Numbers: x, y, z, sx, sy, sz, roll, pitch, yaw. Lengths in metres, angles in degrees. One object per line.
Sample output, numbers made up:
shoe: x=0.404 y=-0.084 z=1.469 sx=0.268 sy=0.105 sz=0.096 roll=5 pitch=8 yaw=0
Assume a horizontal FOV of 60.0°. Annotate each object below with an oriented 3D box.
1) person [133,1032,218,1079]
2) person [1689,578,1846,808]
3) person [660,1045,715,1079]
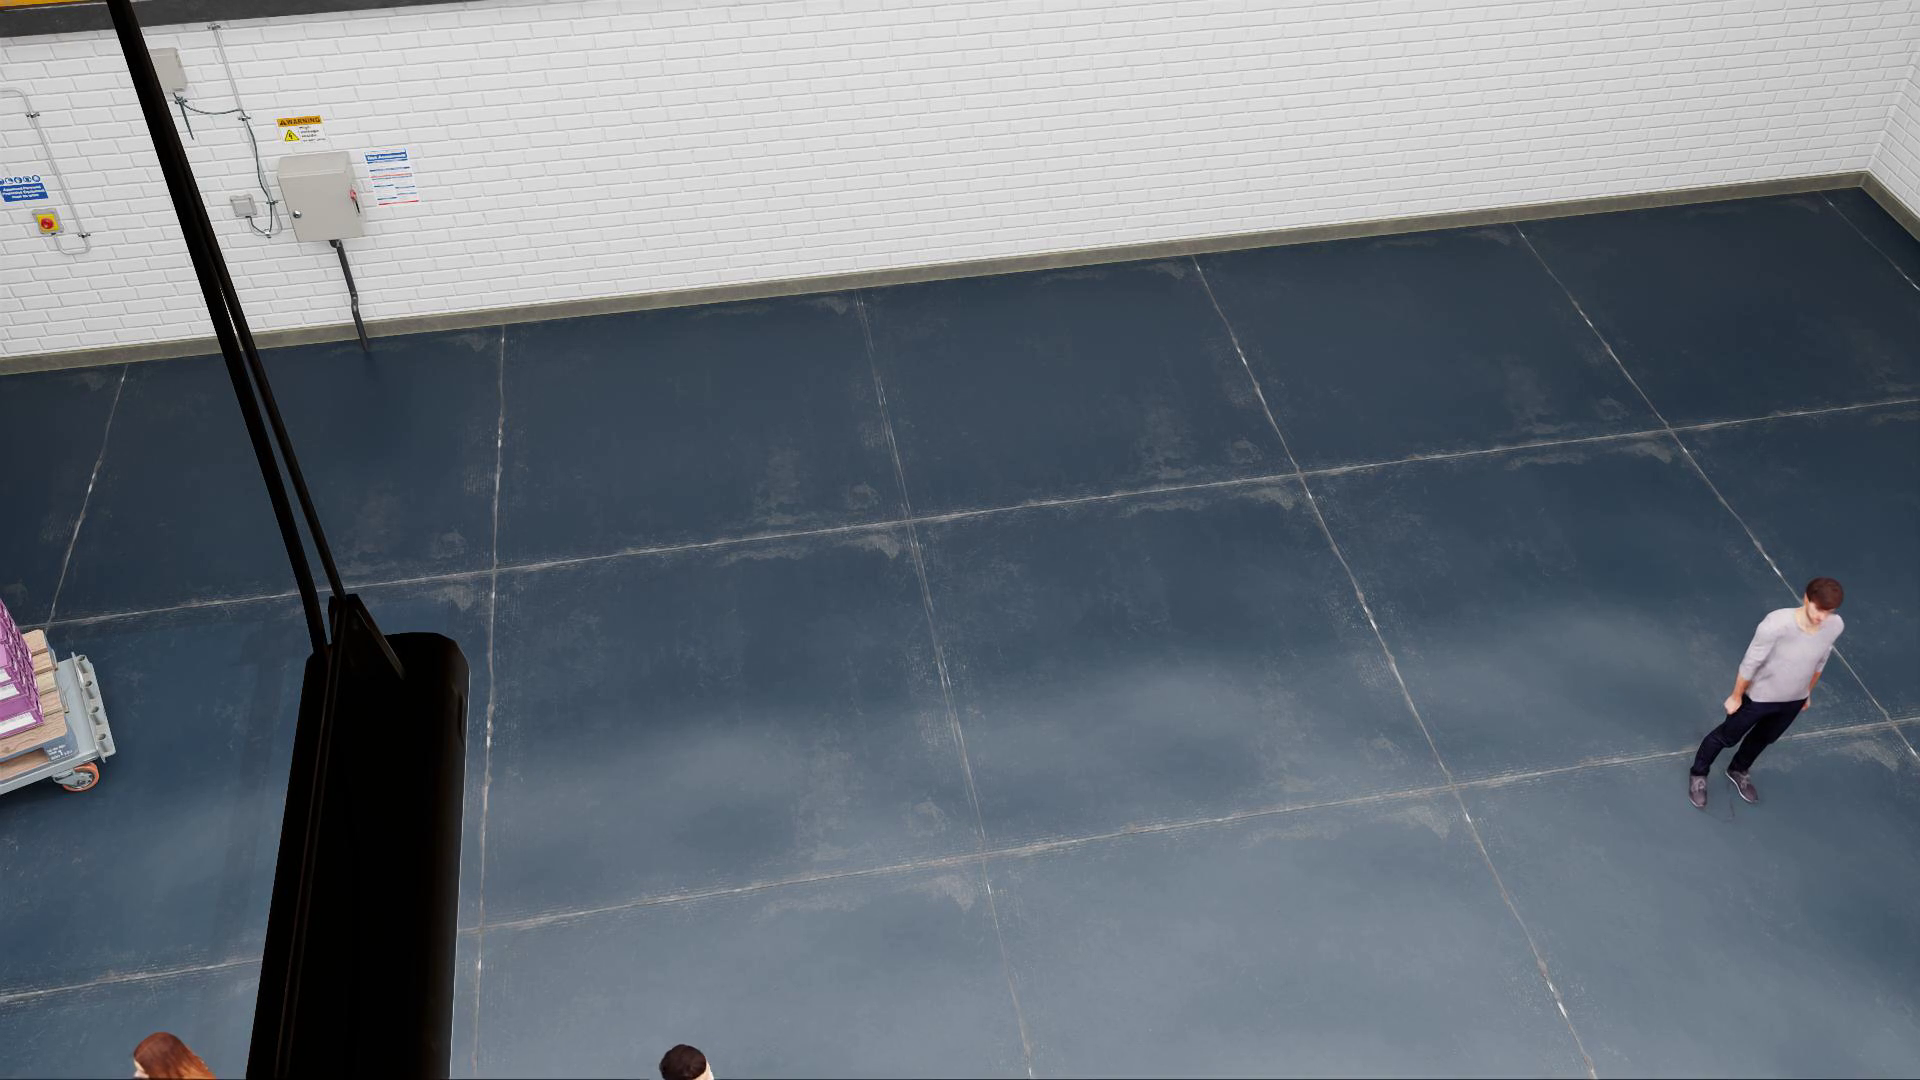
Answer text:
person: x=-3.487 y=2.774 z=7.850 sx=0.700 sy=1.722 sz=0.768 roll=28 pitch=50 yaw=27
person: x=4.761 y=0.877 z=9.754 sx=0.673 sy=1.842 sz=0.532 roll=-4 pitch=44 yaw=-4
person: x=-1.330 y=2.849 z=7.731 sx=0.868 sy=1.776 sz=0.770 roll=15 pitch=46 yaw=15
